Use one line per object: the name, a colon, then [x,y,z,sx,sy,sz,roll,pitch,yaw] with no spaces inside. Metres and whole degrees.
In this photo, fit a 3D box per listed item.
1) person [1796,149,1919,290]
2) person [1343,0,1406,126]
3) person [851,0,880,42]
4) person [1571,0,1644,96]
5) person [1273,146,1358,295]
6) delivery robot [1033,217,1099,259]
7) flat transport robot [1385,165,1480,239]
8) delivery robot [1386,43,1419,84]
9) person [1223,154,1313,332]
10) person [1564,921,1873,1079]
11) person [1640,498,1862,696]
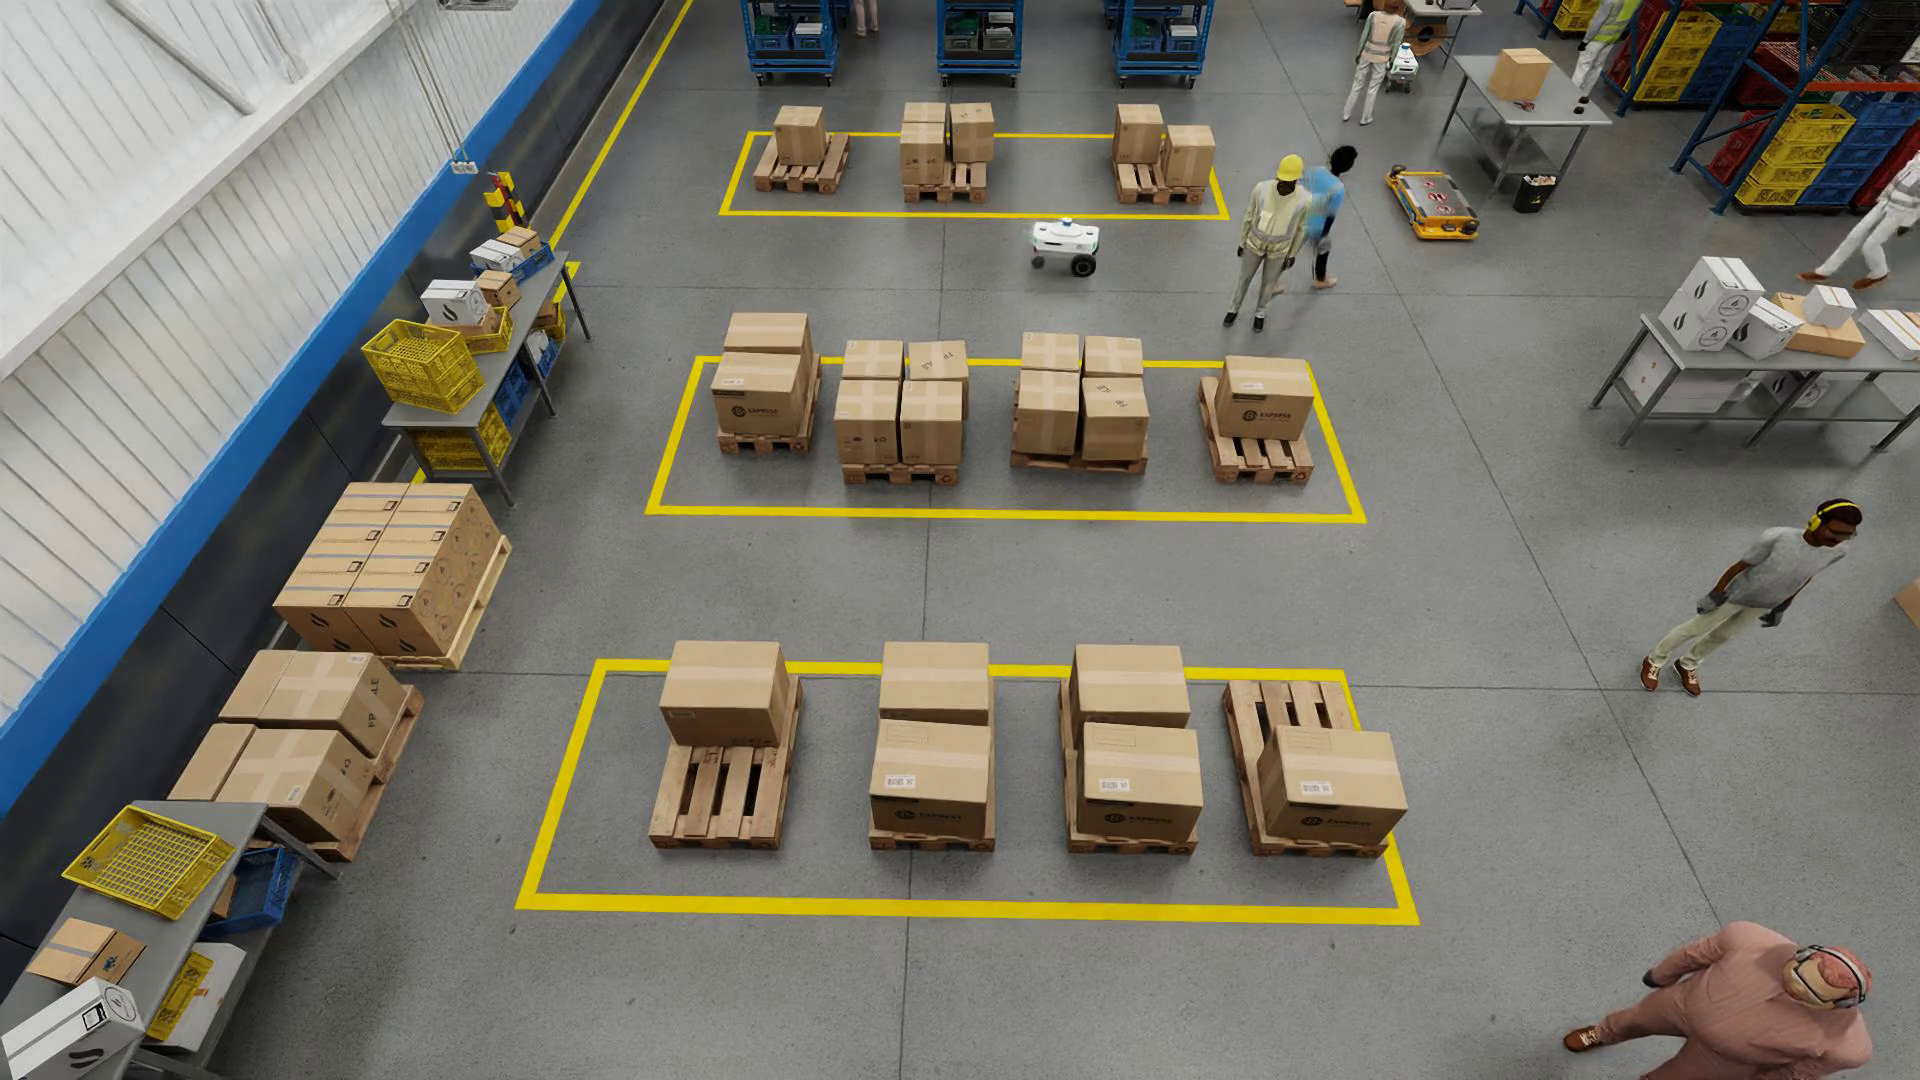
person: [9.651,-3.416,9.422,0.694,1.872,0.586,9,50,8]
person: [5.486,-6.357,12.116,0.523,1.642,0.306,28,55,22]
person: [-1.519,-8.675,13.901,0.633,1.984,0.418,-35,57,-26]
person: [8.651,-6.794,12.364,0.633,1.843,0.429,-16,51,-14]
person: [3.689,-3.263,9.431,0.854,1.646,0.535,-17,51,-15]
delivery robot: [1.168,-3.332,10.153,0.707,0.478,0.477,7,50,6]
flat transport robot: [5.692,-4.094,11.059,0.652,0.197,1.431,1,49,1]
delivery robot: [6.372,-6.919,13.258,0.477,0.478,0.707,5,49,4]
person: [3.022,-2.886,8.986,0.587,1.835,0.404,17,51,14]
person: [3.622,2.344,4.422,0.402,1.900,0.636,-18,51,-15]
person: [5.260,0.410,6.107,0.516,1.876,0.327,7,50,6]
